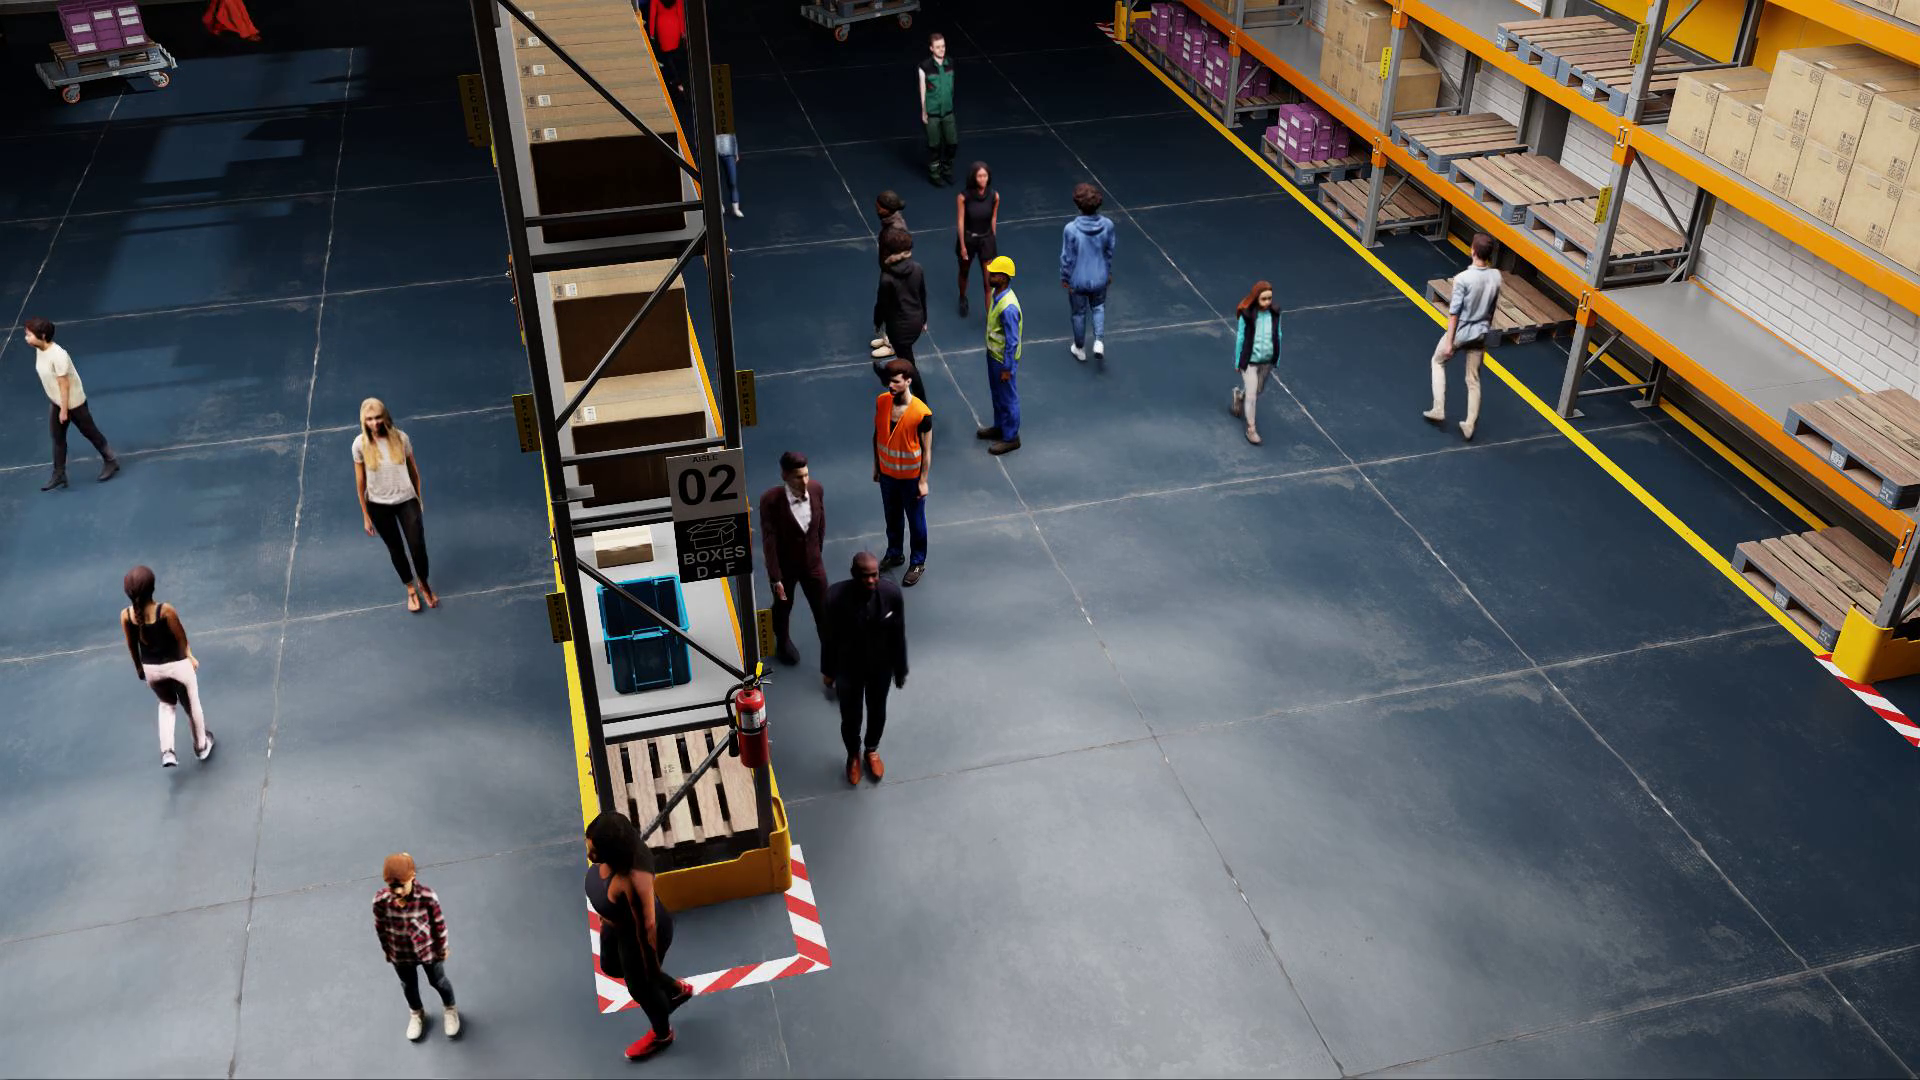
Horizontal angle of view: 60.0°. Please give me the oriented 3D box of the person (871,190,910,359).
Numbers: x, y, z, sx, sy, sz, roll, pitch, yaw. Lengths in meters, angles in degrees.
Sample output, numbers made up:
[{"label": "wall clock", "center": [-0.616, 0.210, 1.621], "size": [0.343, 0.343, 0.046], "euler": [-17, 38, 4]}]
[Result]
[{"label": "person", "center": [-0.632, -2.585, 16.044], "size": [0.646, 1.659, 0.589], "euler": [11, 35, 16]}]

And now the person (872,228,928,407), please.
[{"label": "person", "center": [-0.454, -1.896, 14.952], "size": [0.945, 1.721, 1.216], "euler": [-23, 40, -31]}]

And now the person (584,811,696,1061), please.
[{"label": "person", "center": [-1.668, 2.066, 8.924], "size": [0.799, 1.795, 0.736], "euler": [-13, 36, -19]}]

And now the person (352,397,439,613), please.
[{"label": "person", "center": [-4.260, -0.286, 12.445], "size": [0.637, 1.814, 0.645], "euler": [-13, 36, -18]}]

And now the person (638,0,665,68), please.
[{"label": "person", "center": [-4.528, -7.560, 23.350], "size": [0.910, 1.858, 0.842], "euler": [14, 36, 20]}]

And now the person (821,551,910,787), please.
[{"label": "person", "center": [-0.644, 0.780, 10.854], "size": [0.705, 1.801, 0.641], "euler": [-8, 34, -12]}]

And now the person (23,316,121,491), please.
[{"label": "person", "center": [-7.443, -1.182, 14.020], "size": [0.928, 1.564, 0.938], "euler": [24, 40, 32]}]

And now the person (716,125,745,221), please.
[{"label": "person", "center": [-2.747, -4.402, 18.970], "size": [0.623, 1.446, 0.967], "euler": [-11, 35, -17]}]

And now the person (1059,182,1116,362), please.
[{"label": "person", "center": [1.232, -2.487, 15.773], "size": [0.715, 1.796, 0.768], "euler": [-5, 34, -8]}]

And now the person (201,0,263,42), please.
[{"label": "person", "center": [-10.919, -8.198, 24.402], "size": [1.065, 1.757, 1.251], "euler": [6, 34, 9]}]

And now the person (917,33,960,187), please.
[{"label": "person", "center": [-0.296, -5.087, 19.652], "size": [0.708, 1.832, 0.722], "euler": [-16, 37, -23]}]

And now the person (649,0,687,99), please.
[{"label": "person", "center": [-3.881, -6.761, 22.268], "size": [0.822, 1.724, 0.998], "euler": [-22, 40, -30]}]

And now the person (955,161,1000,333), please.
[{"label": "person", "center": [0.132, -2.939, 16.547], "size": [0.631, 1.694, 1.203], "euler": [-7, 34, -10]}]

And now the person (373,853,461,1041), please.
[{"label": "person", "center": [-2.992, 2.214, 9.145], "size": [0.557, 1.304, 0.547], "euler": [-2, 34, -3]}]

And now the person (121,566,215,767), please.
[{"label": "person", "center": [-5.219, 0.885, 10.924], "size": [0.565, 1.549, 0.762], "euler": [-5, 34, -7]}]

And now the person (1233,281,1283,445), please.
[{"label": "person", "center": [2.608, -1.632, 14.774], "size": [0.575, 1.479, 0.884], "euler": [-9, 35, -14]}]

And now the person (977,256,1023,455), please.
[{"label": "person", "center": [0.371, -1.614, 14.446], "size": [0.714, 1.812, 0.478], "euler": [-9, 35, -13]}]

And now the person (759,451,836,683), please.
[{"label": "person", "center": [-1.217, 0.140, 11.799], "size": [0.915, 1.821, 1.241], "euler": [-18, 38, -25]}]

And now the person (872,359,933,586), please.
[{"label": "person", "center": [-0.438, -0.548, 12.773], "size": [0.773, 1.888, 0.839], "euler": [20, 38, 27]}]

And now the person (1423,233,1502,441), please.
[{"label": "person", "center": [4.492, -1.756, 14.658], "size": [0.637, 1.814, 0.741], "euler": [-8, 34, -12]}]
